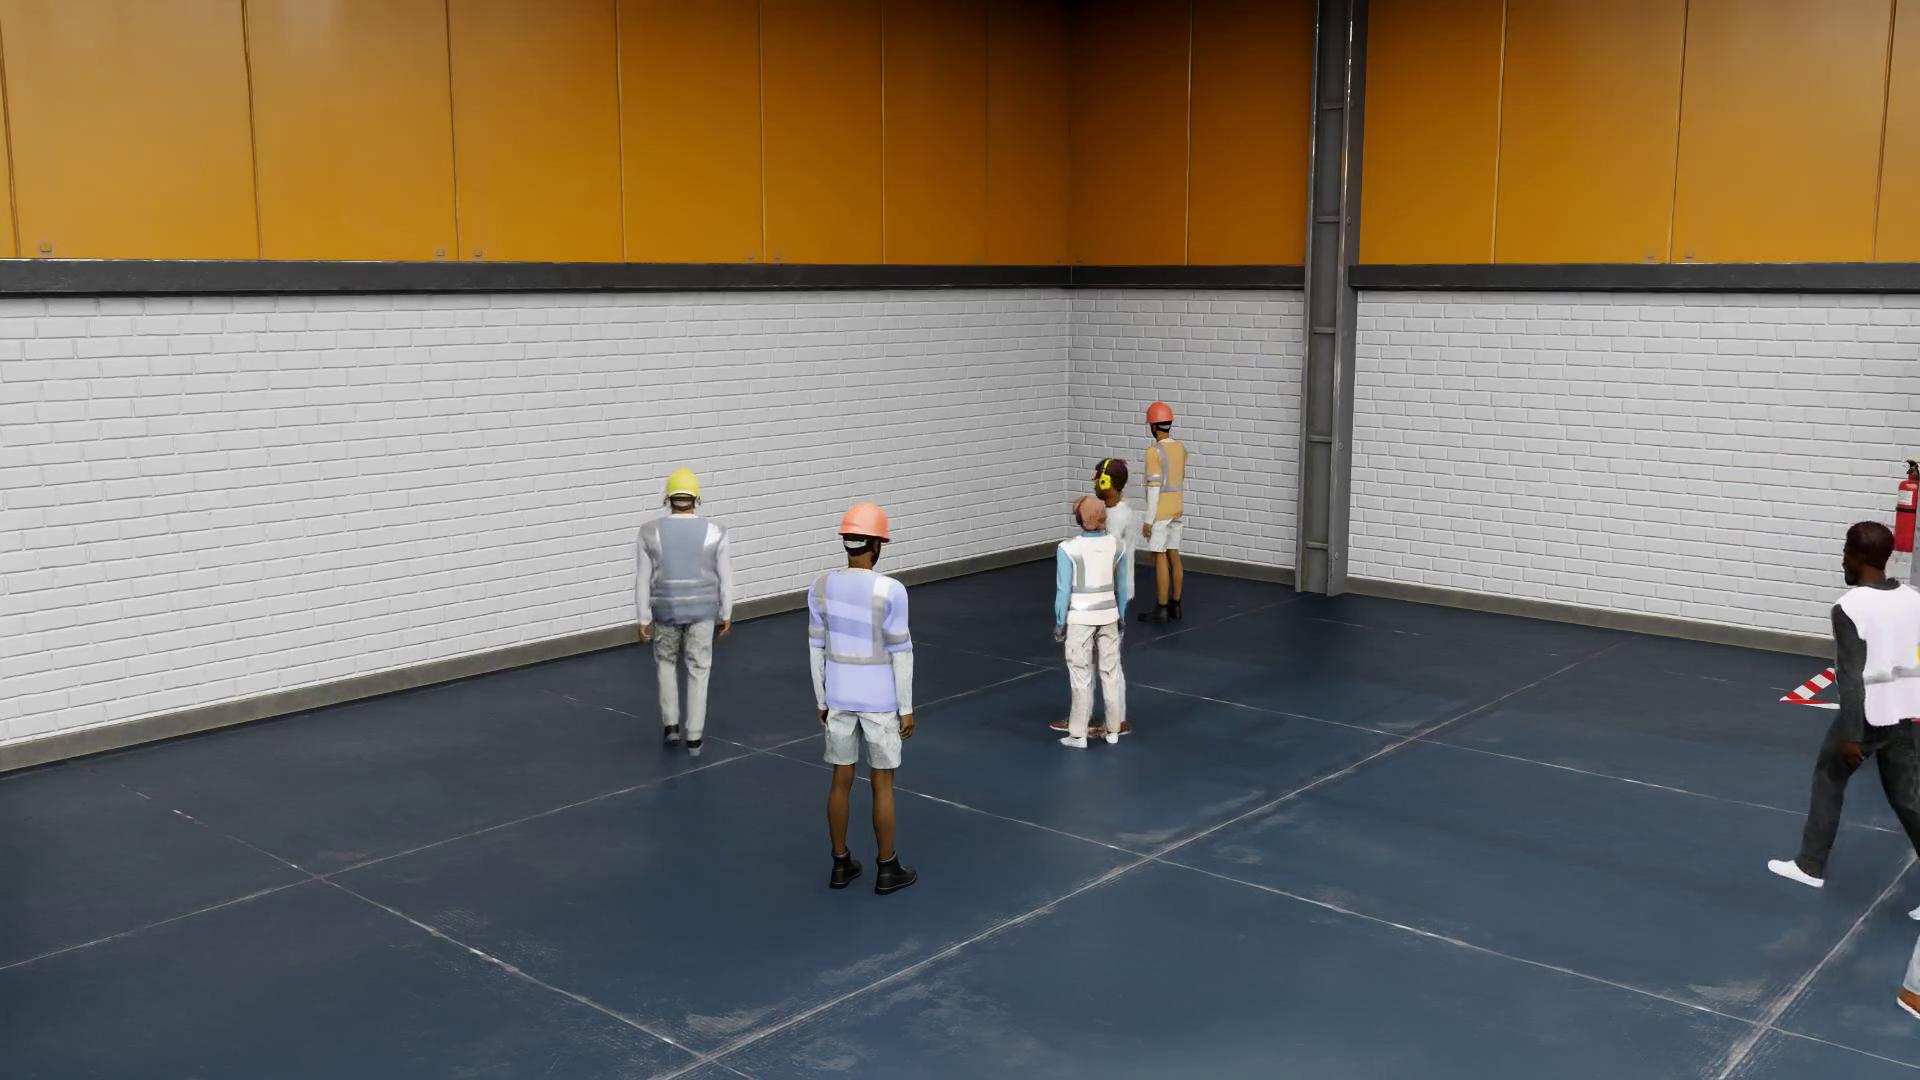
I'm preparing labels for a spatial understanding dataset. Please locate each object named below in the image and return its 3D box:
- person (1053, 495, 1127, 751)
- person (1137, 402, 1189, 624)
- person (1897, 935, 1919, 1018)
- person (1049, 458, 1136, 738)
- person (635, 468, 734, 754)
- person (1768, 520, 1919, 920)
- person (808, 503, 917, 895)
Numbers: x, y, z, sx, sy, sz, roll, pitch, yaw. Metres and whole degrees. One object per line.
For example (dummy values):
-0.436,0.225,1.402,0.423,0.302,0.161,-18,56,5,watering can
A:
0.839,0.530,10.654,0.523,1.636,0.310,-4,10,-24,person
1.756,-0.236,14.536,0.376,1.934,0.546,7,12,39,person
4.144,1.218,6.484,0.516,1.590,0.869,-5,10,-28,person
0.870,0.402,10.839,0.561,1.844,0.614,-1,9,-7,person
-1.752,0.443,10.619,0.614,1.814,0.516,-1,9,-8,person
4.422,0.850,7.940,0.606,1.873,0.985,-4,10,-24,person
-0.467,0.778,8.187,0.543,1.928,0.374,4,10,22,person
